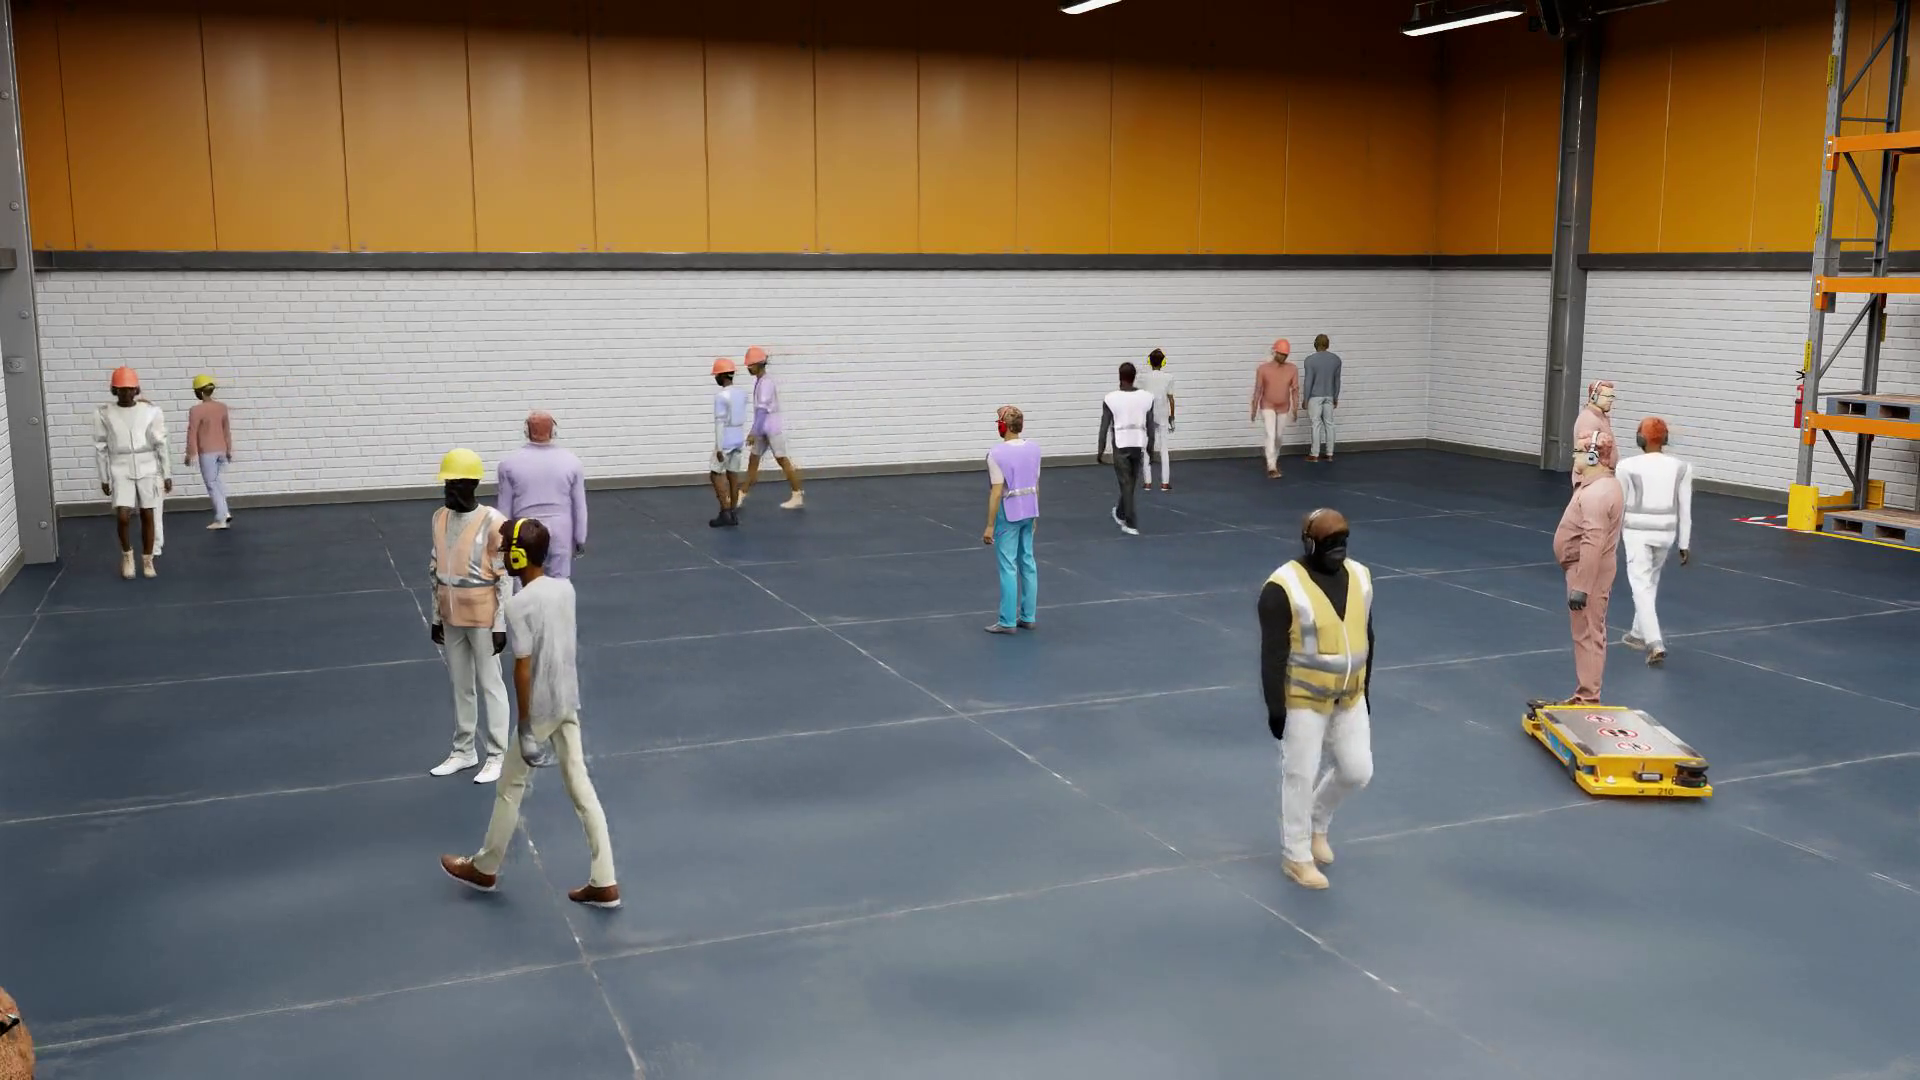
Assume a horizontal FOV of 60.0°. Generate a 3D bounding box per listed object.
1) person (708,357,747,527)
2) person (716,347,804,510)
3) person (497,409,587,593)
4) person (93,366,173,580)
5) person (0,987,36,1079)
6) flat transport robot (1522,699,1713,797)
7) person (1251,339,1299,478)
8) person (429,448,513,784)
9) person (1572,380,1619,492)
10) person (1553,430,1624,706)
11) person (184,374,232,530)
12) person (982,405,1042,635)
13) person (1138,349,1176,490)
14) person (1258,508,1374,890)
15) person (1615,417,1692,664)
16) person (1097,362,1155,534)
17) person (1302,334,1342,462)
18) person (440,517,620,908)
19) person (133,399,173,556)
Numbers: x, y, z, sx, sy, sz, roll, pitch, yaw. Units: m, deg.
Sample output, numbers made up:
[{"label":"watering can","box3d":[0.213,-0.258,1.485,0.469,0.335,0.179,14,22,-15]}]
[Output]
[{"label":"person","box3d":[-2.651,-1.105,18.883,0.409,1.932,0.556,5,11,29]},{"label":"person","box3d":[-2.395,-1.332,20.089,1.080,1.970,0.640,-3,10,-17]},{"label":"person","box3d":[-3.125,-0.034,12.478,0.667,1.896,0.450,-3,10,-18]},{"label":"person","box3d":[-7.782,-0.622,15.683,0.622,2.024,0.557,-5,11,-30]},{"label":"person","box3d":[-1.905,1.631,3.228,0.504,1.621,0.405,1,9,6]},{"label":"flat transport robot","box3d":[3.858,1.212,9.849,0.652,0.197,1.431,1,9,4]},{"label":"person","box3d":[4.452,-1.880,23.562,0.663,1.947,0.972,-1,9,-5]},{"label":"person","box3d":[-2.822,0.431,9.564,0.588,1.930,0.363,5,11,28]},{"label":"person","box3d":[5.910,-0.534,15.499,0.401,1.905,0.642,4,10,25]},{"label":"person","box3d":[4.052,0.242,10.786,0.408,1.909,0.642,4,10,25]},{"label":"person","box3d":[-8.421,-0.980,18.639,0.439,1.749,0.536,3,10,16]},{"label":"person","box3d":[0.431,-0.154,13.359,0.563,1.847,0.389,-9,13,-44]},{"label":"person","box3d":[2.591,-1.586,21.968,0.518,1.874,0.326,2,10,11]},{"label":"person","box3d":[1.709,0.751,7.932,0.648,1.829,0.432,-4,10,-24]},{"label":"person","box3d":[5.199,-0.008,12.517,0.579,1.847,0.954,0,9,1]},{"label":"person","box3d":[1.816,-1.045,18.651,0.619,1.876,0.938,-3,10,-19]},{"label":"person","box3d":[5.451,-2.141,25.122,0.631,1.938,0.362,-3,10,-20]},{"label":"person","box3d":[-1.977,0.789,7.722,0.965,1.817,0.544,4,10,25]},{"label":"person","box3d":[-8.413,-0.669,17.194,0.517,1.609,0.750,-3,10,-17]}]
